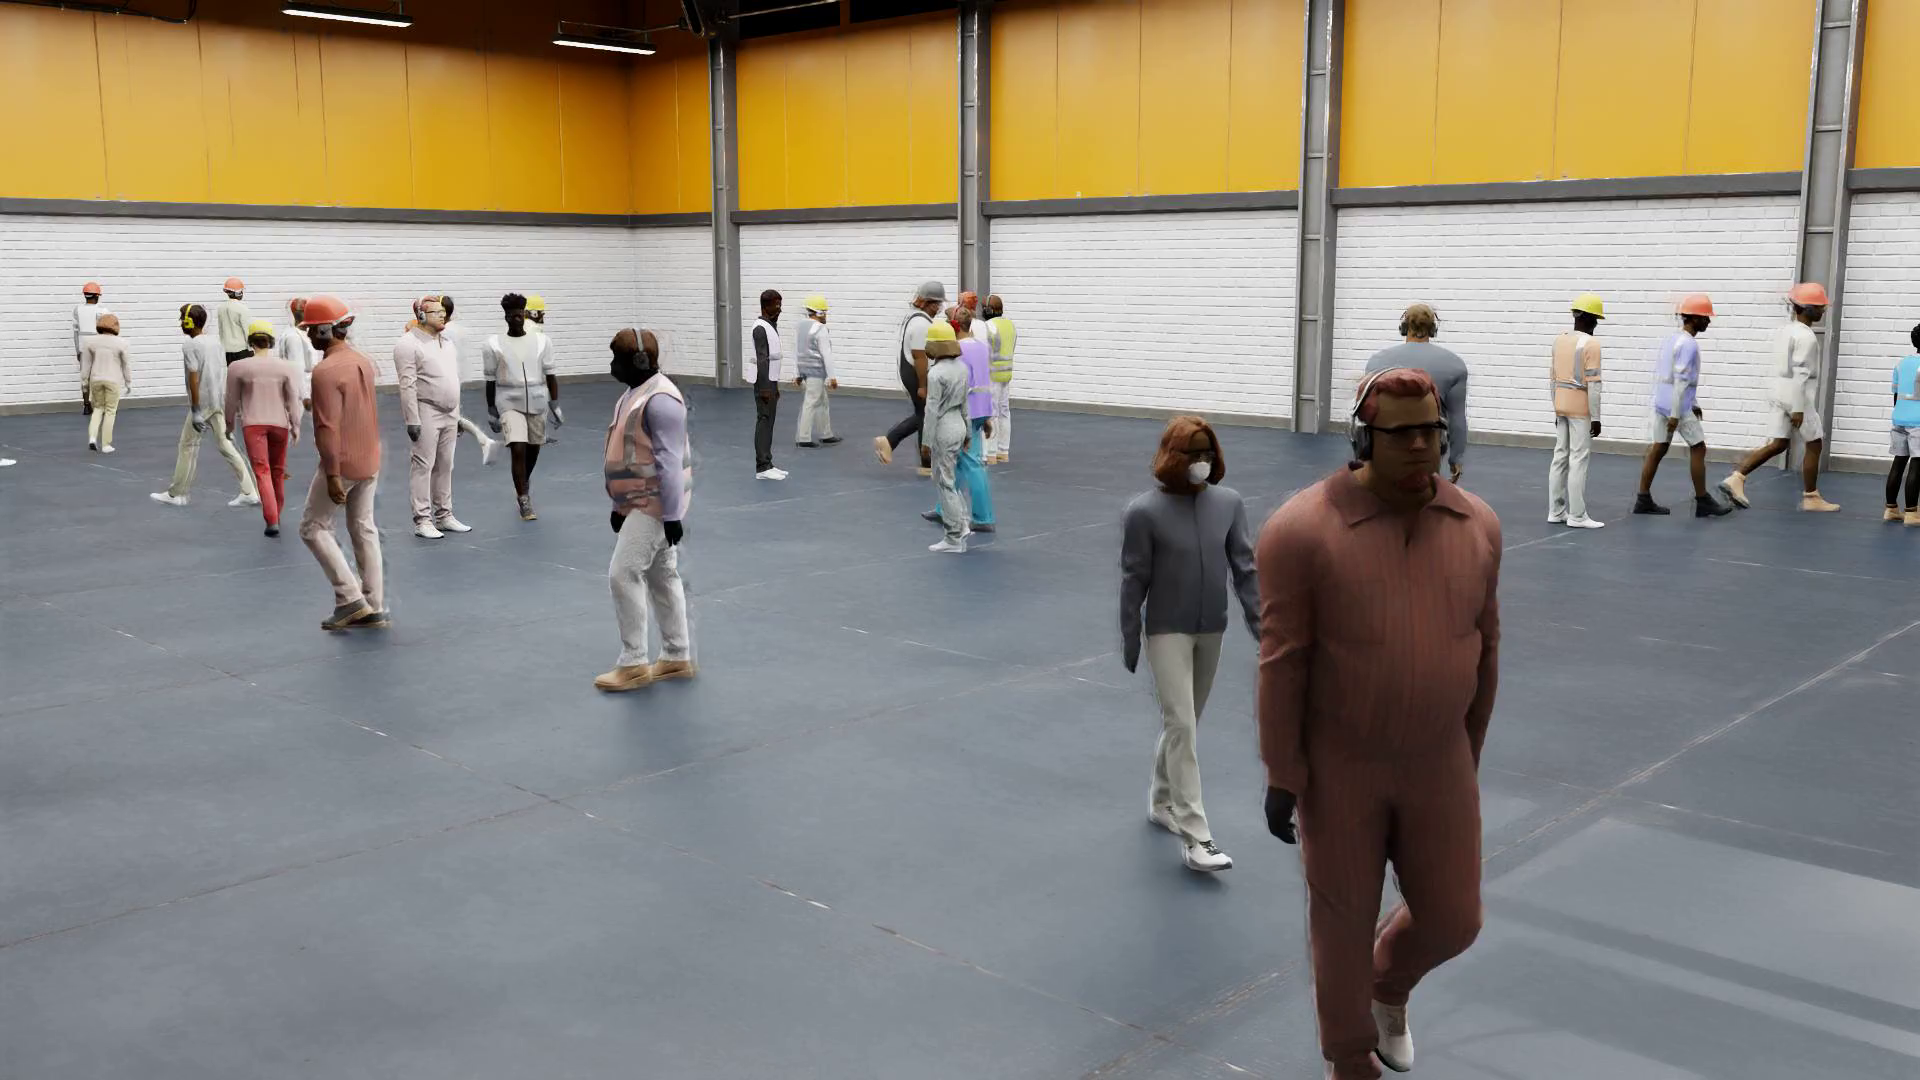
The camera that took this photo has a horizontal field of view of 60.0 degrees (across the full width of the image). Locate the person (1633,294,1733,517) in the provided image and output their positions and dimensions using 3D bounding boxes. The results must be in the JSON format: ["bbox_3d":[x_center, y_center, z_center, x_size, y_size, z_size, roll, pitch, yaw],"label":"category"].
[{"bbox_3d":[6.246,-1.135,14.212,0.884,1.898,0.564,1,9,5],"label":"person"}]

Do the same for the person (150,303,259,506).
[{"bbox_3d":[-6.748,-1.190,14.808,1.000,1.817,0.552,2,9,11],"label":"person"}]

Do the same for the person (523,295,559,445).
[{"bbox_3d":[-5.145,-2.027,19.938,0.510,1.810,0.603,-6,11,-34],"label":"person"}]

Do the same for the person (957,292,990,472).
[{"bbox_3d":[0.104,-1.651,17.414,0.337,1.882,0.585,6,11,31],"label":"person"}]

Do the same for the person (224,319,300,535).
[{"bbox_3d":[-5.609,-0.913,13.409,0.530,1.715,0.906,-7,11,-36],"label":"person"}]

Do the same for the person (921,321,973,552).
[{"bbox_3d":[-0.124,-0.766,12.413,0.384,1.729,0.497,5,11,28],"label":"person"}]

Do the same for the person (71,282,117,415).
[{"bbox_3d":[-12.585,-2.778,24.192,0.543,1.930,0.380,0,9,-3],"label":"person"}]

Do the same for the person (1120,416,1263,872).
[{"bbox_3d":[0.862,0.356,5.992,0.508,1.597,0.737,-5,10,-27],"label":"person"}]

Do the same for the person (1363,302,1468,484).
[{"bbox_3d":[2.874,-0.558,10.650,0.625,1.909,0.758,0,9,1],"label":"person"}]

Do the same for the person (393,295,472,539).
[{"bbox_3d":[-4.168,-0.978,13.207,0.409,1.913,0.642,3,10,19],"label":"person"}]

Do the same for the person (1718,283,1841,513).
[{"bbox_3d":[7.191,-1.231,14.498,0.958,2.011,0.619,2,9,9],"label":"person"}]

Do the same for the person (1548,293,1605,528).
[{"bbox_3d":[5.078,-1.056,13.663,0.374,1.919,0.585,-3,10,-16],"label":"person"}]

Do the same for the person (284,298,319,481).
[{"bbox_3d":[-6.572,-1.490,16.597,1.001,1.838,0.592,-1,9,-4],"label":"person"}]

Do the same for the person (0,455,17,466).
[{"bbox_3d":[-10.506,-1.672,17.609,0.610,1.882,0.713,2,10,14],"label":"person"}]

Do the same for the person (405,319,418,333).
[{"bbox_3d":[-7.670,-2.602,23.819,0.533,1.697,0.319,2,10,15],"label":"person"}]

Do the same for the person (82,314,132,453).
[{"bbox_3d":[-9.862,-1.810,19.251,0.531,1.609,0.353,-1,9,-7],"label":"person"}]

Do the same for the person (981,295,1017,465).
[{"bbox_3d":[0.352,-1.739,18.091,0.429,1.843,0.627,6,11,33],"label":"person"}]

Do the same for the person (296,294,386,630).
[{"bbox_3d":[-3.610,-0.439,9.724,0.451,1.974,0.623,2,9,10],"label":"person"}]

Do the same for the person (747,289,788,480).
[{"bbox_3d":[-1.955,-1.572,16.844,0.393,1.915,0.589,0,9,1],"label":"person"}]

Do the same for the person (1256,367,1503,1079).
[{"bbox_3d":[1.021,0.523,4.066,0.648,1.892,0.480,-1,9,-8],"label":"person"}]

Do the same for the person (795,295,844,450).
[{"bbox_3d":[-1.599,-1.965,19.555,0.774,1.804,0.616,-5,11,-29],"label":"person"}]

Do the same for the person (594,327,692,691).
[{"bbox_3d":[-1.673,-0.154,8.416,0.681,1.819,0.664,-4,10,-22],"label":"person"}]

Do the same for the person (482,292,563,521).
[{"bbox_3d":[-3.789,-1.169,14.345,0.614,1.933,0.963,-5,11,-29],"label":"person"}]

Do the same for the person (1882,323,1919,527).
[{"bbox_3d":[7.892,-0.956,13.722,0.317,1.695,0.540,-1,9,-4],"label":"person"}]

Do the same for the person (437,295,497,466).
[{"bbox_3d":[-5.309,-1.647,17.483,0.714,1.849,0.536,1,9,7],"label":"person"}]

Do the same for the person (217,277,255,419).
[{"bbox_3d":[-10.157,-2.686,23.415,0.612,1.997,0.375,5,10,27],"label":"person"}]

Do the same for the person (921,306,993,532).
[{"bbox_3d":[-0.075,-0.977,13.482,0.840,1.809,0.602,5,11,29],"label":"person"}]

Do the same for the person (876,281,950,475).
[{"bbox_3d":[-0.445,-1.659,16.986,0.750,2.000,0.719,-1,9,-4],"label":"person"}]
